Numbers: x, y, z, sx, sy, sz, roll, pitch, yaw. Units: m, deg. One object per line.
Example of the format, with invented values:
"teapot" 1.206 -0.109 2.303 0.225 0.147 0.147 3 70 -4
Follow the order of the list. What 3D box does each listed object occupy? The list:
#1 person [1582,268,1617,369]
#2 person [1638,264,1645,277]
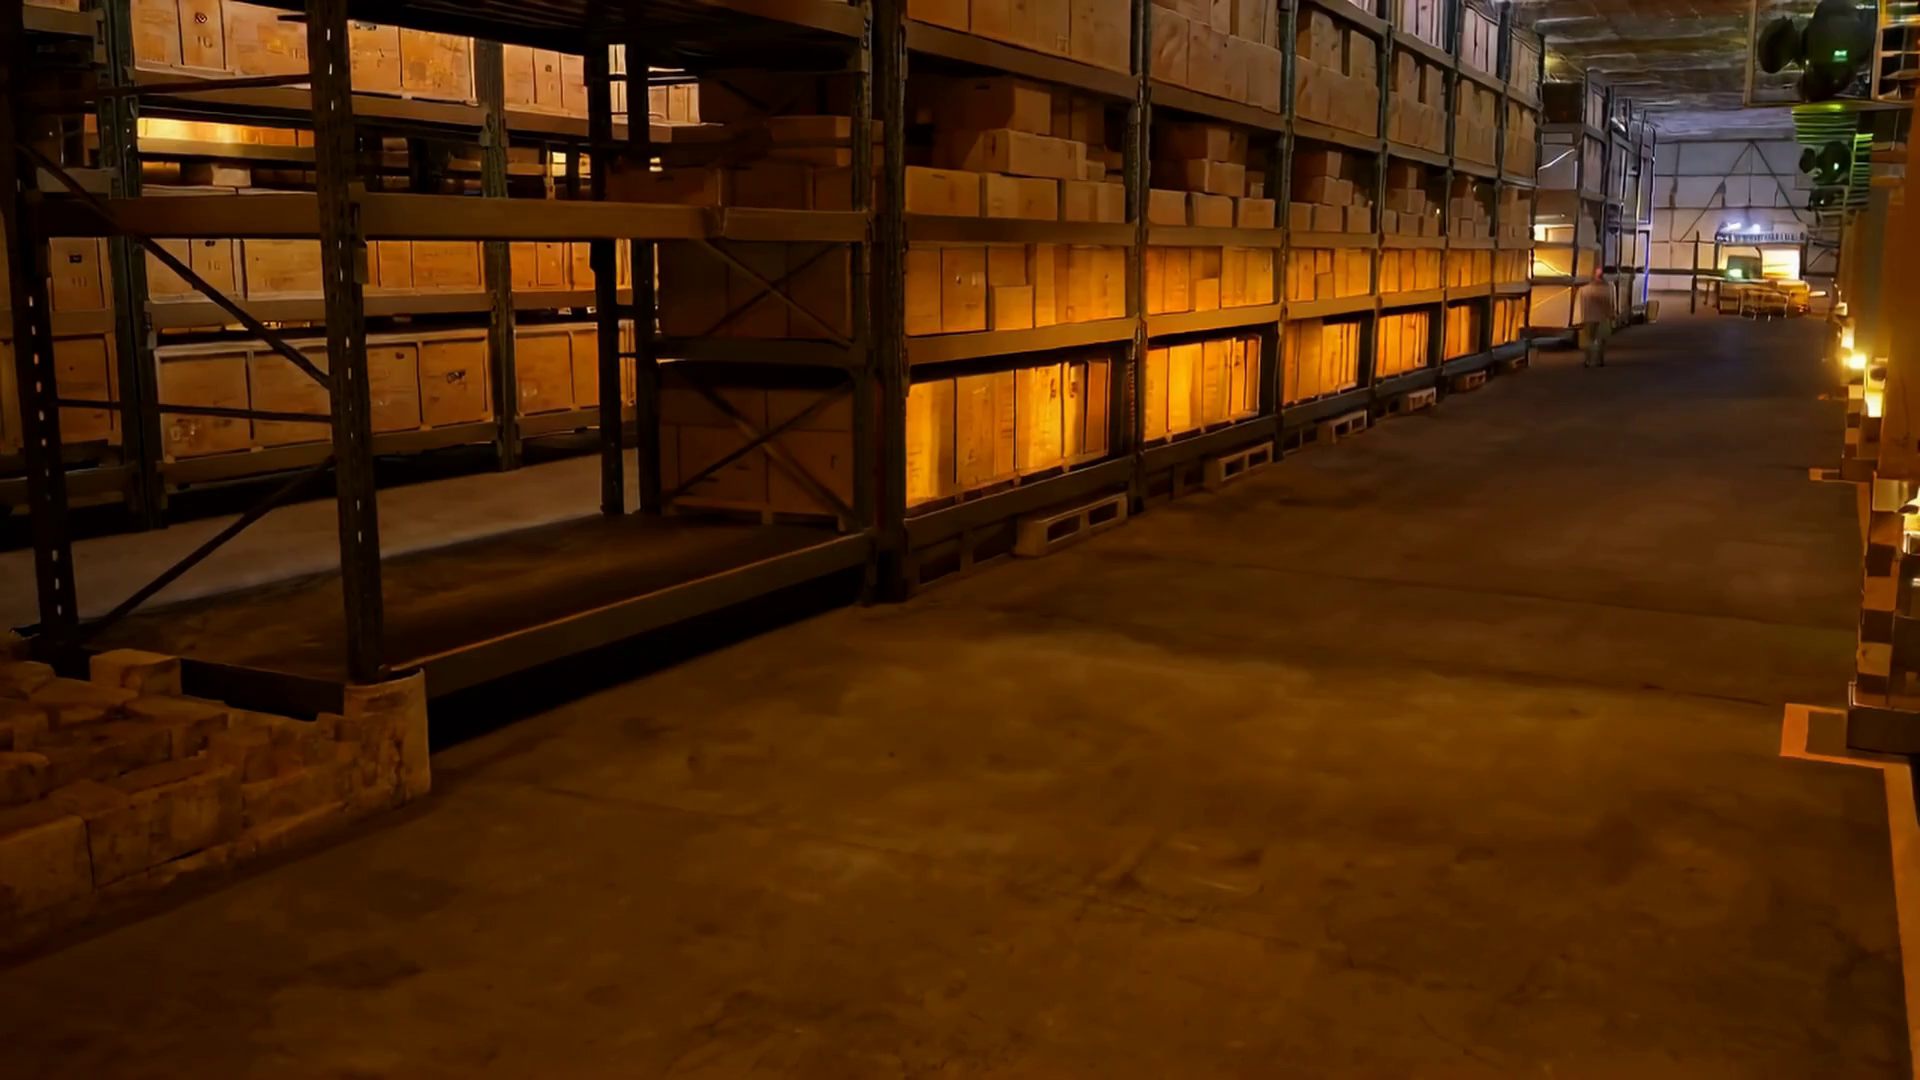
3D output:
"person" 12.035 -4.166 31.310 0.649 1.901 0.402 1 10 4
"person" 36.390 -13.965 88.790 0.511 1.638 0.308 3 10 16
